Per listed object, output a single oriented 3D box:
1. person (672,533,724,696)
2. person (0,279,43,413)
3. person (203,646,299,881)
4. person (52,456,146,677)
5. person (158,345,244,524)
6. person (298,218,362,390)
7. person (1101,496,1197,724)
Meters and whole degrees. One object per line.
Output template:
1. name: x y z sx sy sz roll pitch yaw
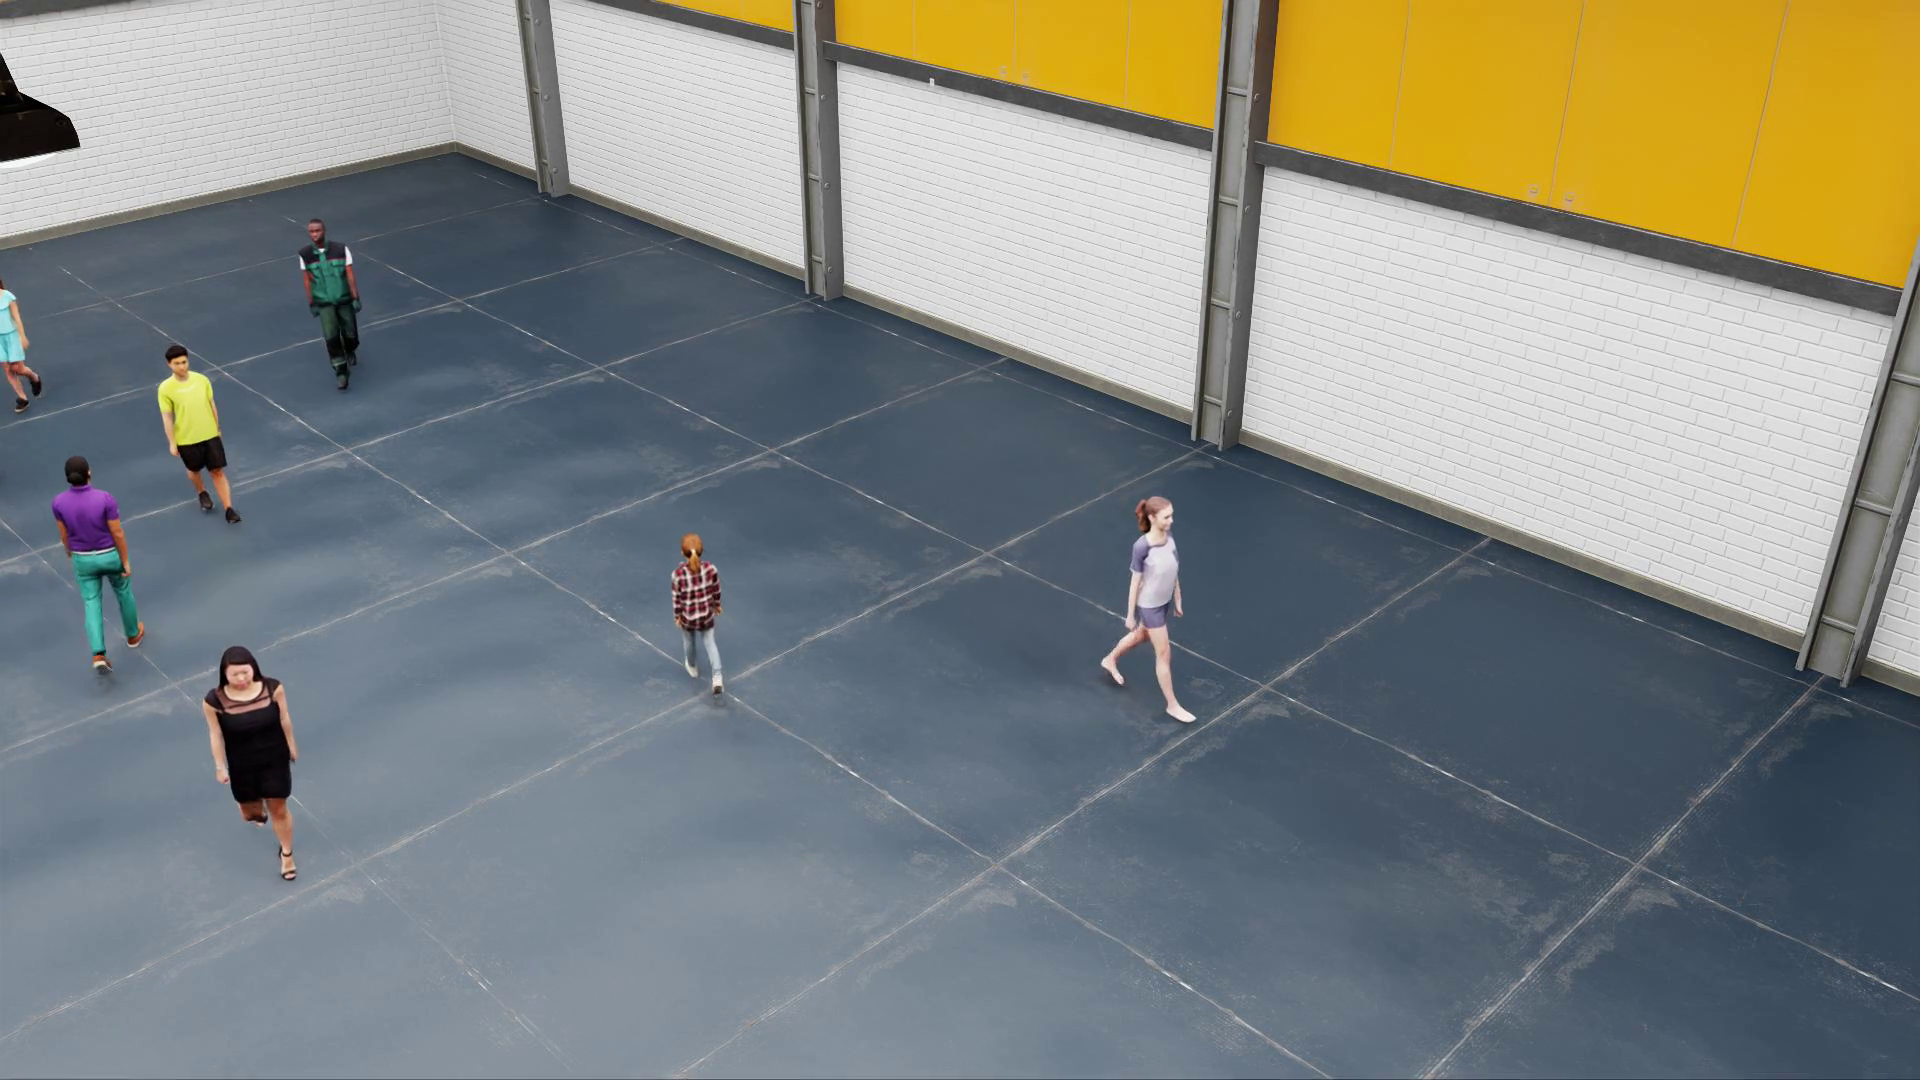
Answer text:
1. person: -1.962 0.572 12.545 0.745 1.288 0.948 -11 30 -19
2. person: -9.834 -2.109 17.188 0.761 1.548 0.824 -1 29 -2
3. person: -4.499 1.389 10.616 0.796 1.701 0.935 -14 32 -25
4. person: -6.627 0.201 12.747 0.954 1.745 1.181 -8 30 -15
5. person: -6.914 -0.967 14.979 0.733 1.660 1.114 -20 35 -32
6. person: -6.664 -2.554 17.720 0.953 1.821 1.121 -9 30 -16
7. person: 1.364 0.454 12.308 1.150 1.722 0.622 23 36 36
